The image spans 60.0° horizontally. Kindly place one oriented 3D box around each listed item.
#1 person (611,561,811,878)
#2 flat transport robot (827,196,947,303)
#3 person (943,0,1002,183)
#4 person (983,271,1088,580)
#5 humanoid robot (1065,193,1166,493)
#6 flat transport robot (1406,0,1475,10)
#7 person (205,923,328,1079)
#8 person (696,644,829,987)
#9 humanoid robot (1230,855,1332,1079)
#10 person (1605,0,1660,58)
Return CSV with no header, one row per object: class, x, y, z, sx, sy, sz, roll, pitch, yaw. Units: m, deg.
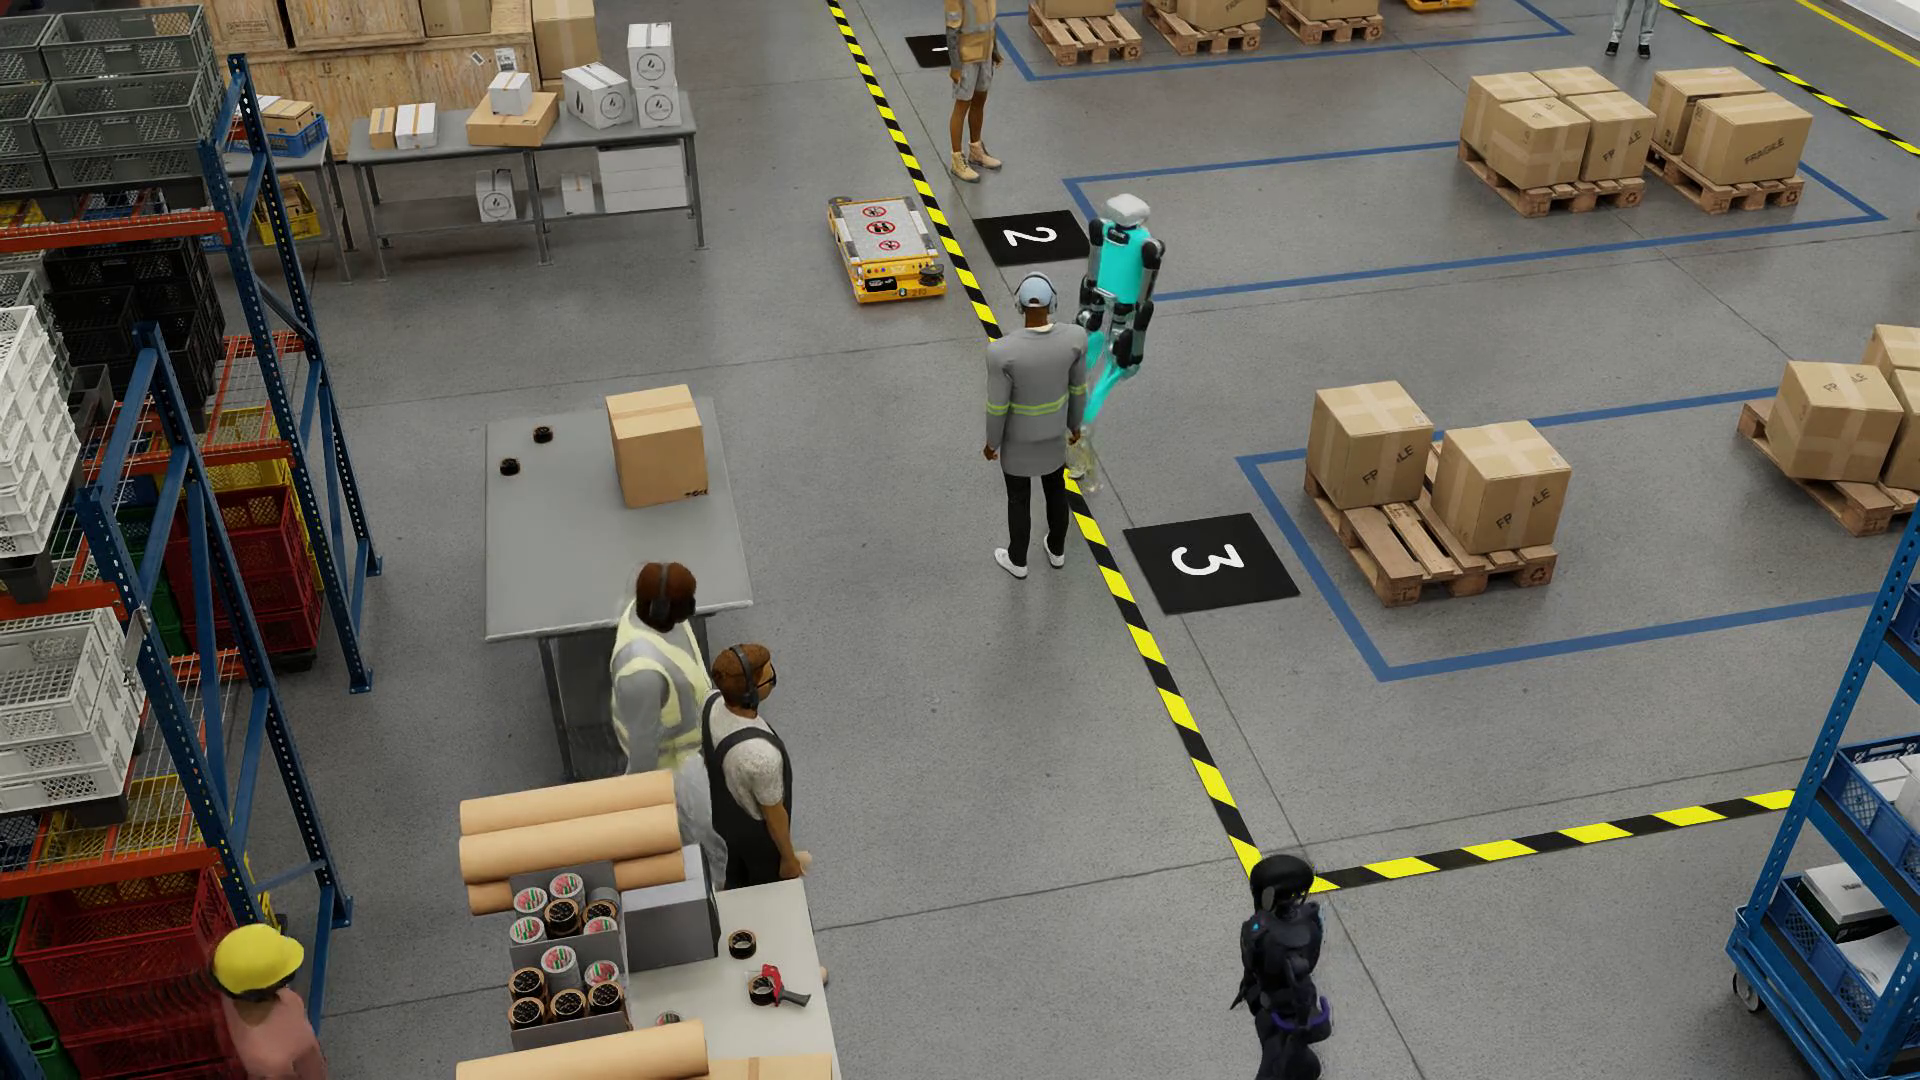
person,-1.197,0.829,7.166,0.996,1.776,0.634,-3,37,-4
flat transport robot,-0.570,-2.220,12.538,0.659,0.231,1.431,-8,37,-10
person,0.122,-3.905,13.314,0.365,2.048,0.607,25,43,29
person,0.392,-0.623,9.064,0.597,1.850,0.395,-14,39,-17
humanoid robot,0.760,-1.099,9.826,0.810,1.795,0.535,-29,45,-33
flat transport robot,4.799,-5.919,17.486,0.652,0.197,1.431,-8,37,-10
person,-2.327,1.935,5.720,0.764,1.736,0.521,-23,42,-28
person,-0.814,1.148,6.690,0.346,1.846,0.504,-25,44,-30
humanoid robot,1.132,1.751,6.035,0.625,1.631,0.600,-6,37,-7
person,6.470,-5.440,15.552,0.589,1.835,0.404,9,38,12
